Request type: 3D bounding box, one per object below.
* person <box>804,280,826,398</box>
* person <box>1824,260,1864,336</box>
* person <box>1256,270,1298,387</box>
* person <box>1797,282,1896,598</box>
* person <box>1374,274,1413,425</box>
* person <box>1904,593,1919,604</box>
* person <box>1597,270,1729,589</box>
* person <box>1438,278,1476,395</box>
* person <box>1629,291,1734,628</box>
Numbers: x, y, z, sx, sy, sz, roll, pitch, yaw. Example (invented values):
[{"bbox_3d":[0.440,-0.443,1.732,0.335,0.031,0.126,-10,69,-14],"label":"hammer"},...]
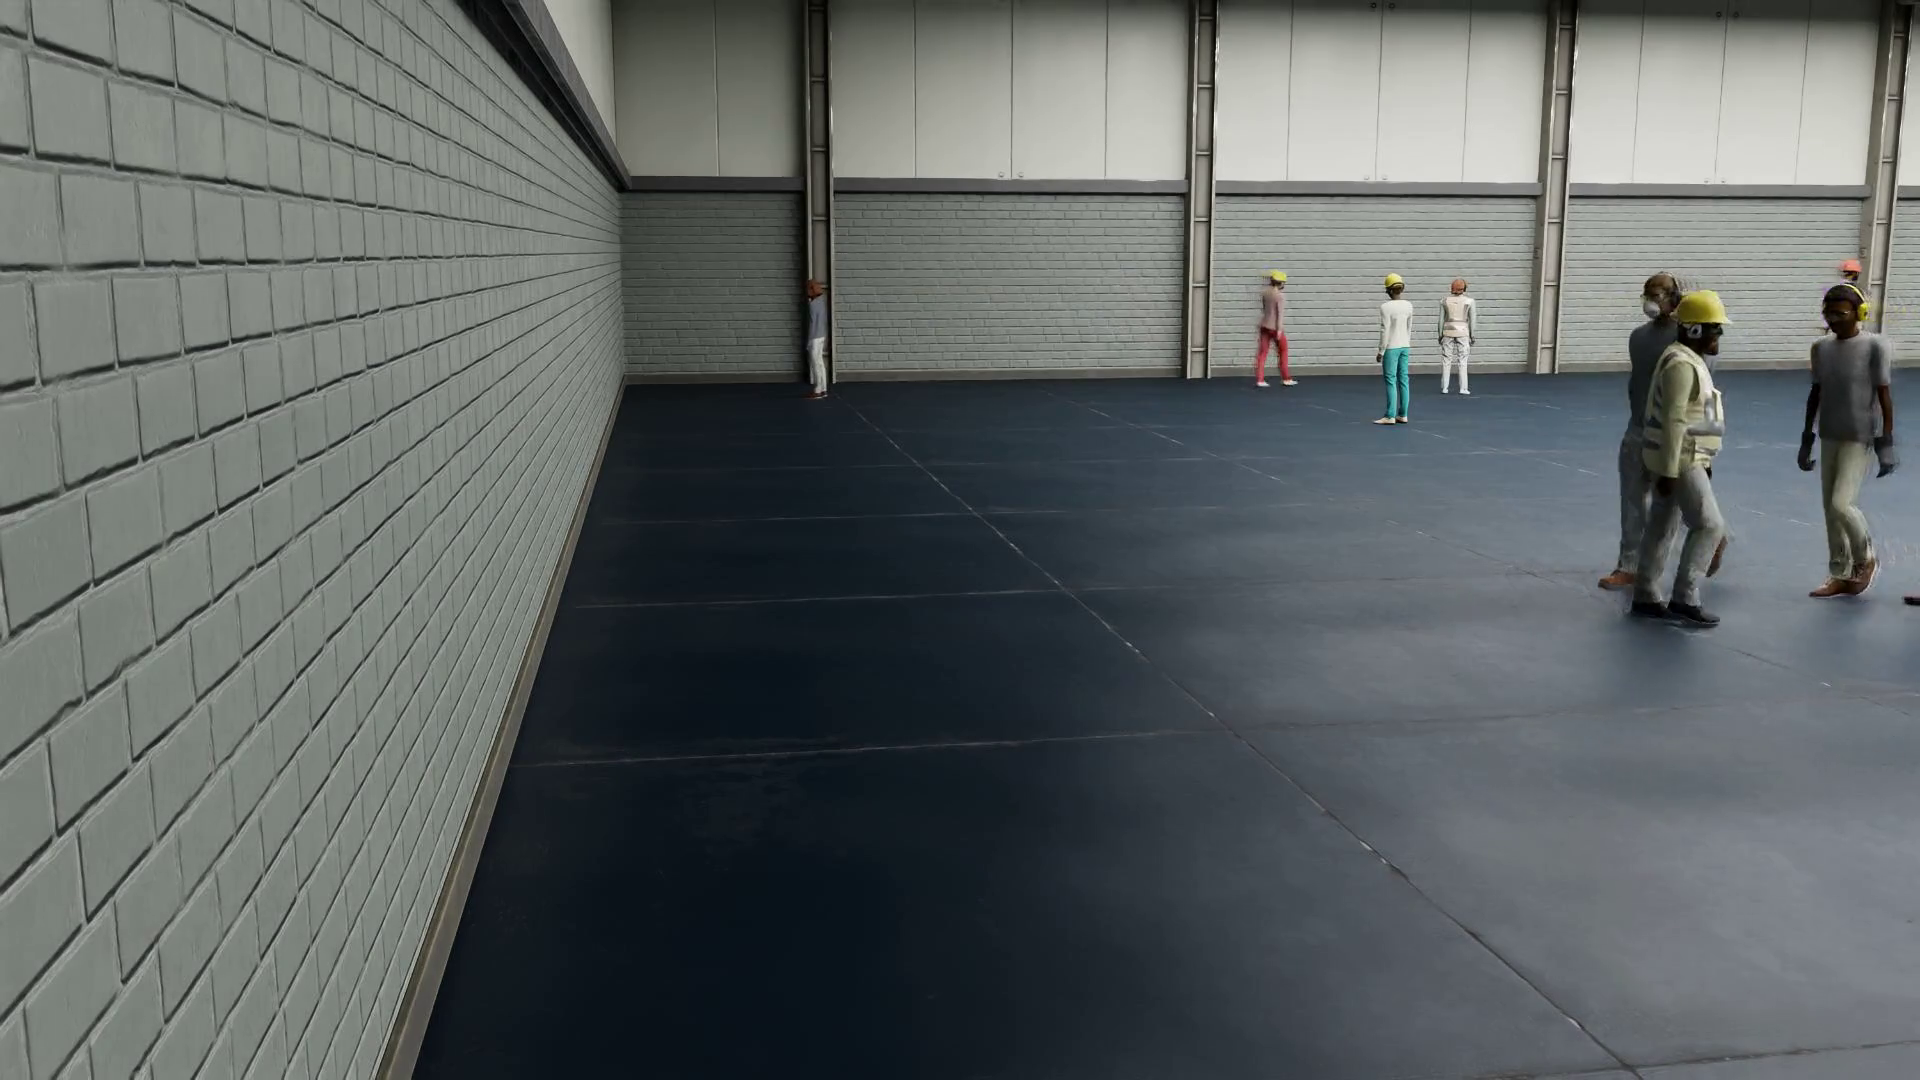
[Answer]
[{"bbox_3d":[-2.004,-2.767,22.947,0.271,1.633,0.504,2,10,12],"label":"person"},{"bbox_3d":[13.586,-3.333,25.484,1.017,1.875,0.575,-1,10,-5],"label":"person"},{"bbox_3d":[4.747,-3.148,24.865,0.780,1.733,0.526,-6,12,-32],"label":"person"},{"bbox_3d":[5.118,-0.564,9.639,0.406,1.844,0.585,-4,11,-23],"label":"person"},{"bbox_3d":[5.069,-2.225,19.461,0.523,1.763,0.329,-7,12,-35],"label":"person"},{"bbox_3d":[5.635,-0.516,9.286,0.393,1.897,0.678,-1,10,-7],"label":"person"},{"bbox_3d":[4.257,-0.646,9.940,0.758,1.916,0.632,-4,11,-22],"label":"person"},{"bbox_3d":[7.023,-2.871,23.528,0.521,1.639,0.311,5,11,28],"label":"person"},{"bbox_3d":[3.975,-0.435,9.020,0.601,1.810,0.602,4,10,19],"label":"person"}]
